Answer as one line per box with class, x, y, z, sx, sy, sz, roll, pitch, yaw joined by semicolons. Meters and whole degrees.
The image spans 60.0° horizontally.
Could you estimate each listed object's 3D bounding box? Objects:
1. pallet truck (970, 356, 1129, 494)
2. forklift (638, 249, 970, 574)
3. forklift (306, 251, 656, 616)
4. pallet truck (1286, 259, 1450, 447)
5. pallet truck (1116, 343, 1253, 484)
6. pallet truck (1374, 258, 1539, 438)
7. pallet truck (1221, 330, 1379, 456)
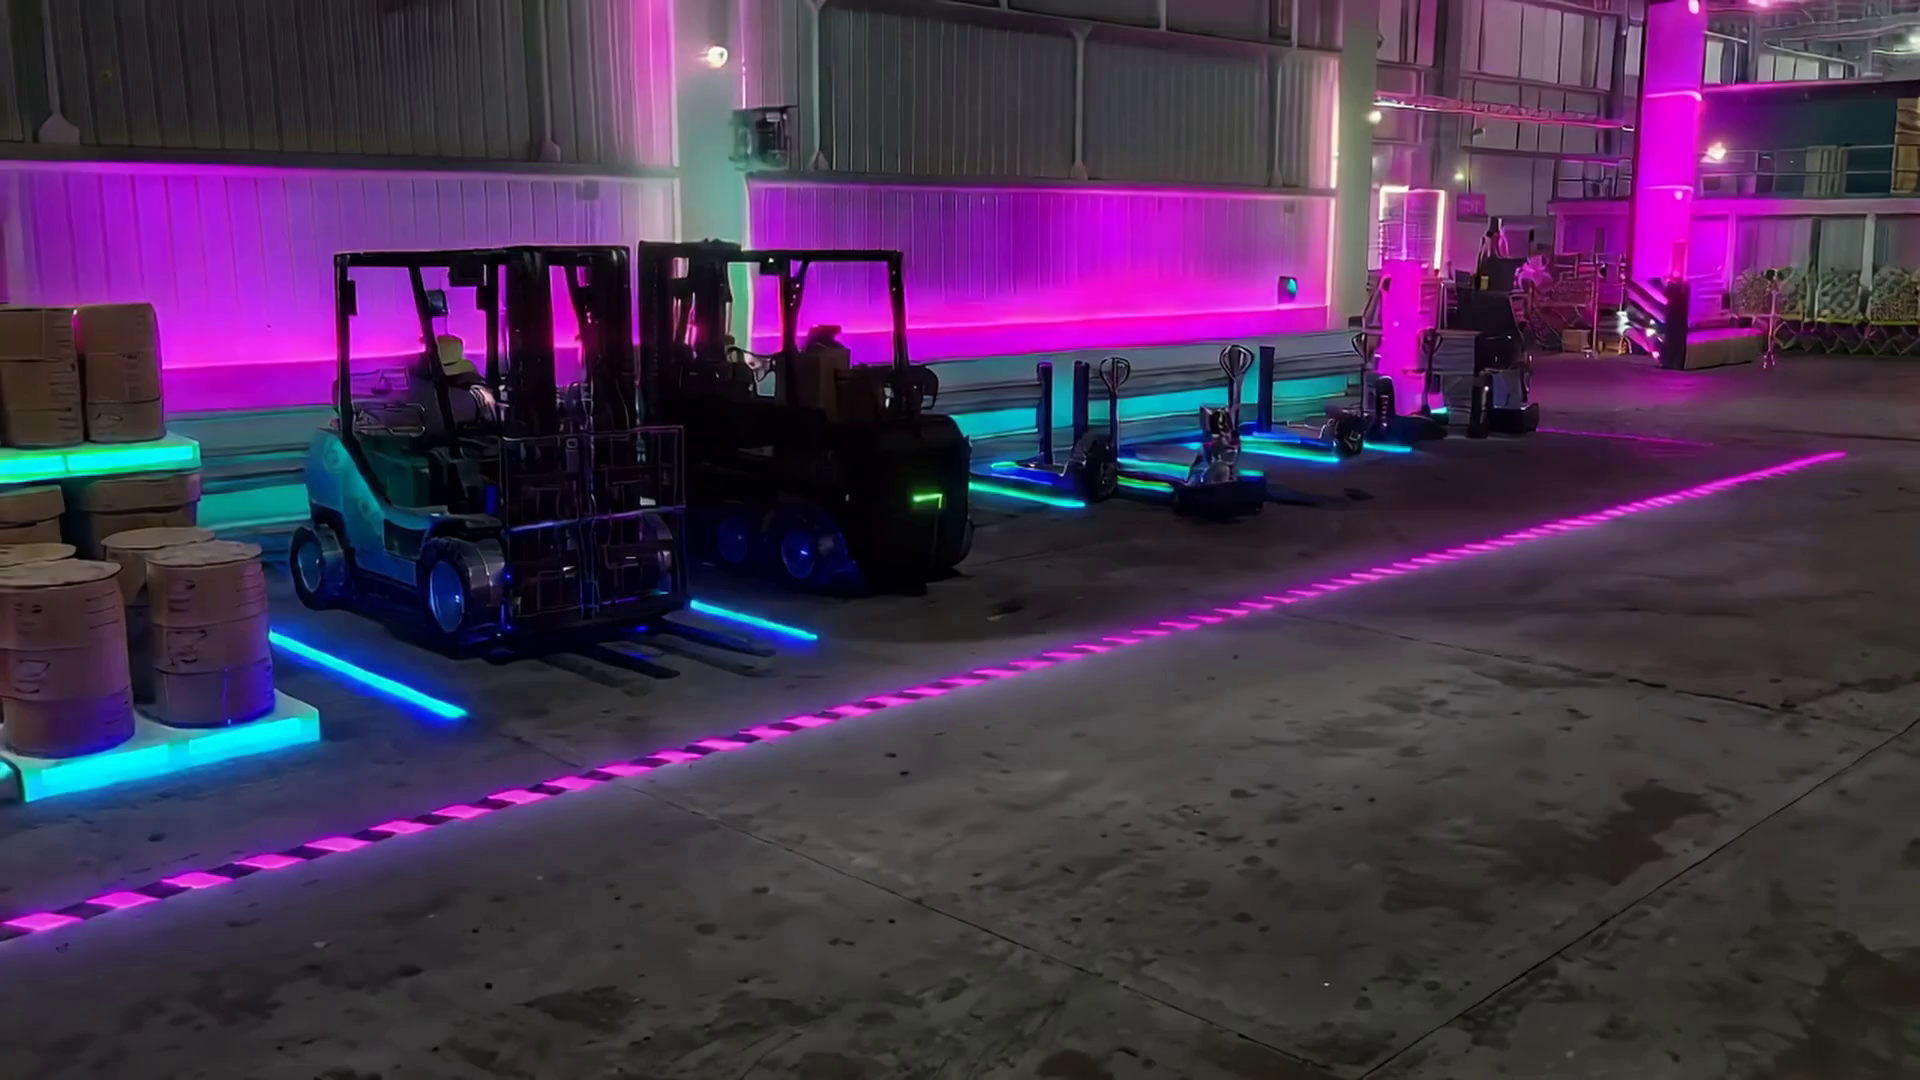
pallet truck;0.784;-1.085;14.876;0.680;1.201;1.601;-10;14;-44
forklift;-1.173;-0.958;11.239;2.680;1.987;1.157;10;14;43
forklift;-2.833;-0.669;9.694;1.157;1.987;2.680;-10;14;-44
pallet truck;4.493;-2.078;18.196;0.823;1.965;1.885;-9;14;-40
pallet truck;1.962;-1.215;15.415;1.522;1.261;0.704;10;14;43
pallet truck;5.704;-2.208;18.901;1.885;1.965;0.823;10;14;43
pallet truck;3.563;-1.581;17.381;0.653;1.274;1.630;-10;14;-44
